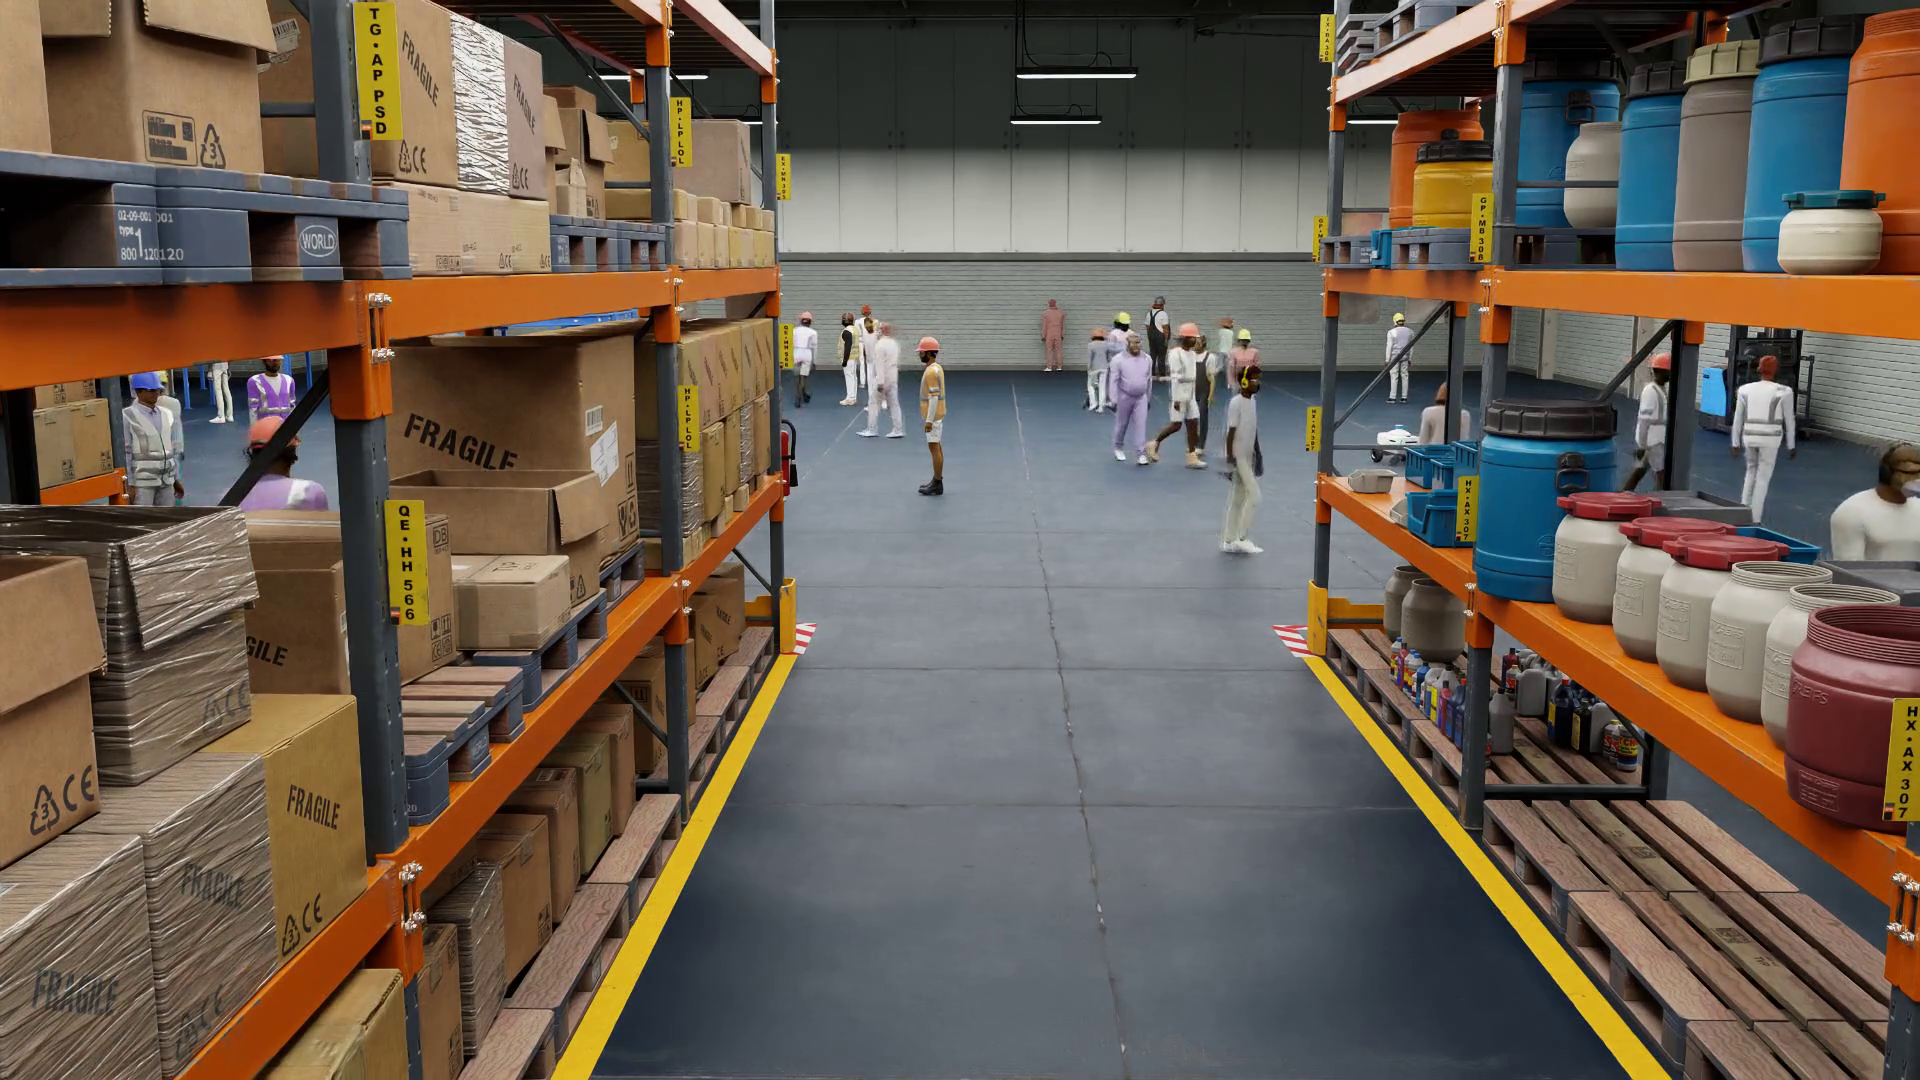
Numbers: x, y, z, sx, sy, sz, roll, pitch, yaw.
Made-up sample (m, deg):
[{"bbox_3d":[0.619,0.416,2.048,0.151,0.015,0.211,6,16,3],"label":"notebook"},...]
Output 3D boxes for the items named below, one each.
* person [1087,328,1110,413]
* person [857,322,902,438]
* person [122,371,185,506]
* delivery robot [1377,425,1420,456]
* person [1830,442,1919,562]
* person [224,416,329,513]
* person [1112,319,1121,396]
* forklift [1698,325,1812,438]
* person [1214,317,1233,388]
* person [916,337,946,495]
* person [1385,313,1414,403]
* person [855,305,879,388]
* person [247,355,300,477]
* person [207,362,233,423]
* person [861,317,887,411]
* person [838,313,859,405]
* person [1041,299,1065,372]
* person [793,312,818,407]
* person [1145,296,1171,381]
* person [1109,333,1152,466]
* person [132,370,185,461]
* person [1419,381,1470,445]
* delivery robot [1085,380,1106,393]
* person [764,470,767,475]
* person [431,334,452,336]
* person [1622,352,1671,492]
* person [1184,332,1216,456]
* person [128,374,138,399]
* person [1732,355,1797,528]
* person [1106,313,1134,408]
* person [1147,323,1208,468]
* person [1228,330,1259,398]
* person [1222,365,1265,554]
[{"bbox_3d":[2.626,-3.242,31.765,0.496,1.610,0.478,-3,10,-16],"label":"person"},{"bbox_3d":[-1.307,-2.601,27.124,0.852,1.871,0.671,5,10,25],"label":"person"},{"bbox_3d":[-7.003,-0.516,14.408,0.389,1.949,0.602,4,10,20],"label":"person"},{"bbox_3d":[6.255,-1.399,23.712,0.477,0.478,0.707,-3,10,-15],"label":"delivery robot"},{"bbox_3d":[4.920,0.445,8.808,0.655,1.903,0.910,-2,10,-11],"label":"person"},{"bbox_3d":[-3.856,0.299,9.415,0.623,2.000,1.048,2,10,12],"label":"person"},{"bbox_3d":[3.343,-3.757,34.591,0.545,1.685,0.545,-8,13,-41],"label":"person"},{"bbox_3d":[13.248,-3.165,27.620,1.129,2.768,1.873,0,9,1],"label":"forklift"},{"bbox_3d":[6.002,-4.263,37.850,0.663,1.616,0.497,-5,11,-29],"label":"person"},{"bbox_3d":[-0.365,-1.540,20.578,0.377,1.938,0.547,1,10,6],"label":"person"},{"bbox_3d":[8.924,-3.700,33.844,0.588,1.828,0.403,-2,10,-13],"label":"person"},{"bbox_3d":[-2.121,-4.419,37.989,0.576,1.882,0.355,-2,10,-12],"label":"person"},{"bbox_3d":[-7.733,-1.244,18.790,0.354,1.942,0.545,8,13,41],"label":"person"},{"bbox_3d":[-13.266,-3.037,29.745,0.320,1.871,0.533,3,10,16],"label":"person"},{"bbox_3d":[-1.617,-3.438,32.350,0.611,1.814,0.966,4,10,22],"label":"person"},{"bbox_3d":[-2.252,-3.651,33.511,0.429,1.845,0.621,2,10,11],"label":"person"},{"bbox_3d":[2.427,-5.365,43.599,0.640,1.904,0.401,-4,10,-20],"label":"person"},{"bbox_3d":[-3.131,-3.605,33.179,0.620,1.855,1.036,2,10,14],"label":"person"},{"bbox_3d":[4.857,-4.885,40.431,0.536,2.000,0.678,-7,12,-35],"label":"person"},{"bbox_3d":[2.433,-2.034,23.772,0.658,1.865,0.975,-2,10,-11],"label":"person"},{"bbox_3d":[-8.741,-1.016,18.107,0.526,1.720,0.881,-1,10,-6],"label":"person"},{"bbox_3d":[5.076,-0.862,17.464,0.511,1.614,0.625,3,10,18],"label":"person"},{"bbox_3d":[2.687,-3.049,32.818,0.335,0.223,0.698,4,10,22],"label":"delivery robot"},{"bbox_3d":[-2.512,-1.205,19.596,0.873,1.580,0.600,-6,11,-31],"label":"person"},{"bbox_3d":[-9.034,-2.897,28.866,0.656,1.880,1.037,1,10,6],"label":"person"},{"bbox_3d":[7.549,-1.069,17.893,0.977,1.883,0.552,6,11,31],"label":"person"},{"bbox_3d":[3.511,-2.159,24.599,0.549,1.828,0.446,7,11,34],"label":"person"},{"bbox_3d":[-11.327,-1.942,23.050,0.391,1.917,0.588,-5,11,-27],"label":"person"},{"bbox_3d":[8.588,-1.029,17.733,0.599,1.861,0.590,-7,12,-38],"label":"person"},{"bbox_3d":[3.205,-3.487,32.459,0.590,1.859,0.978,-8,12,-40],"label":"person"},{"bbox_3d":[3.059,-2.019,23.199,0.843,2.022,0.620,8,13,41],"label":"person"},{"bbox_3d":[4.824,-2.732,28.378,0.542,1.720,0.919,0,9,-1],"label":"person"},{"bbox_3d":[2.841,-0.776,16.249,0.603,1.850,0.564,5,11,28],"label":"person"}]
